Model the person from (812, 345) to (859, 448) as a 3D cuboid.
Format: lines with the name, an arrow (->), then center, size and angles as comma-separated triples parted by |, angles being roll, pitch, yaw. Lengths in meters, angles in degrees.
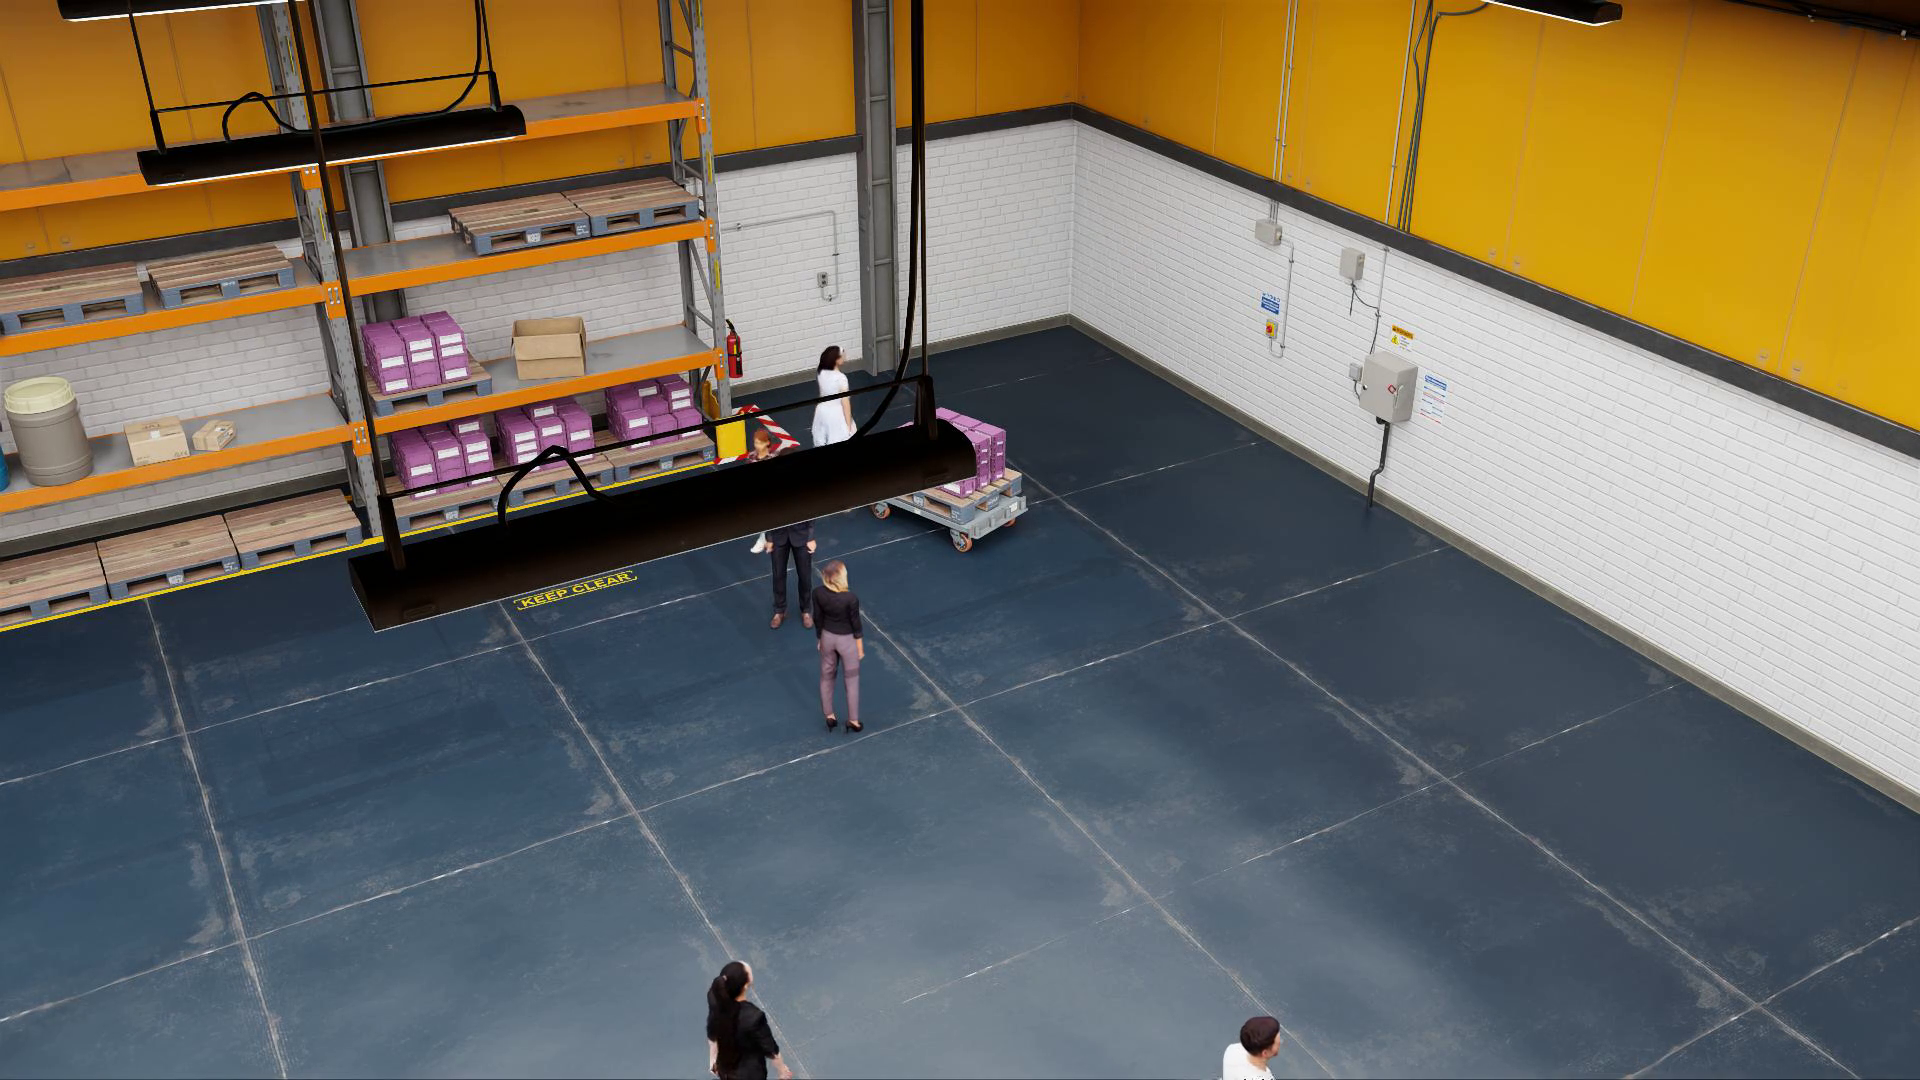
person -> -1.358, -1.193, 17.801 | 1.034, 1.798, 1.125 | 14, 32, 24

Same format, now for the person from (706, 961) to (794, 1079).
person -> -1.350, 3.224, 9.848 | 0.840, 1.661, 1.067 | 21, 35, 33

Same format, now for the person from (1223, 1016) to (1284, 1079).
person -> 1.524, 3.415, 9.331 | 1.244, 1.820, 0.913 | -5, 29, -10

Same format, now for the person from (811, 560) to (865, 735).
person -> -1.028, 0.912, 14.074 | 0.681, 1.671, 0.720 | 11, 30, 19

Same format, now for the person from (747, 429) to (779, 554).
person -> -1.990, -0.558, 17.186 | 0.864, 1.273, 0.982 | 11, 31, 19

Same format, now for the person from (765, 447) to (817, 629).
person -> -1.592, -0.040, 15.622 | 0.684, 1.862, 0.791 | -1, 29, -1
